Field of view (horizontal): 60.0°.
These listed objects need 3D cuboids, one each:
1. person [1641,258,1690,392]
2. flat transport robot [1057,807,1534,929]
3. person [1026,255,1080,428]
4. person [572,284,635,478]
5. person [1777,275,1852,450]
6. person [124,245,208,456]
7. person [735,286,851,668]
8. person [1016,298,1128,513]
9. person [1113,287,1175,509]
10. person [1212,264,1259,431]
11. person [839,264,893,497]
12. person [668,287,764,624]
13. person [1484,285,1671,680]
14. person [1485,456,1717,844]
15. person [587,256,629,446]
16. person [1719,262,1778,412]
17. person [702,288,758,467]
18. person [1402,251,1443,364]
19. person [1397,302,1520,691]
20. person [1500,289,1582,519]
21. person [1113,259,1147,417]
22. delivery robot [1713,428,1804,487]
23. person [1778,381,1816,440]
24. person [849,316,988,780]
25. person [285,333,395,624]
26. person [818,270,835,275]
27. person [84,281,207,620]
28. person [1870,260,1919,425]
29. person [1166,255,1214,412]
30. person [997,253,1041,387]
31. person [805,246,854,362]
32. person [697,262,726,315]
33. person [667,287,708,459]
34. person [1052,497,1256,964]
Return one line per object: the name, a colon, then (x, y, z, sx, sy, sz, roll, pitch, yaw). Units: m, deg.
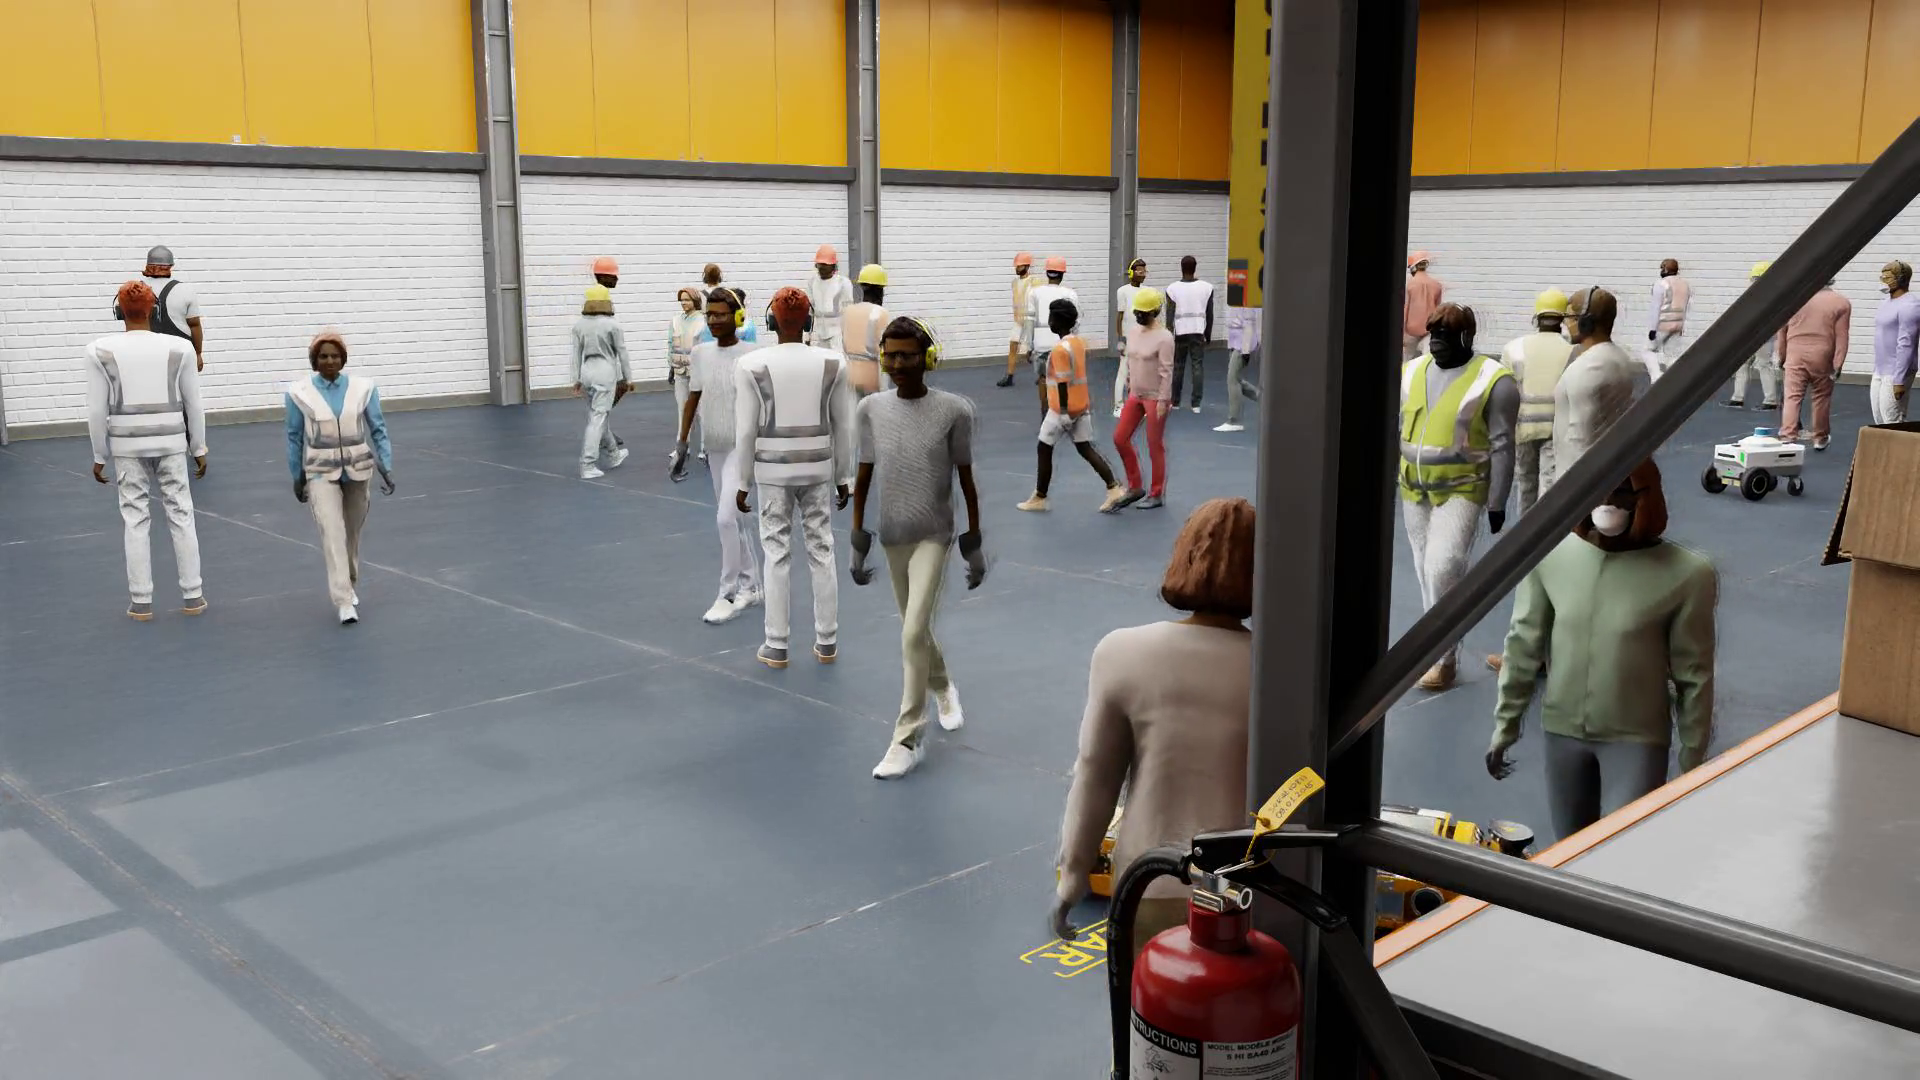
person: (9.375, -2.818, 22.099, 0.655, 1.823, 0.472, -5, 12, -25)
flat transport robot: (1.095, 1.022, 5.402, 1.431, 0.197, 0.652, 4, 11, 21)
person: (1.027, -2.119, 18.032, 0.565, 1.914, 0.585, 3, 11, 16)
person: (-3.188, -1.434, 14.923, 0.494, 1.691, 0.919, 4, 11, 22)
person: (8.332, -1.762, 16.261, 0.663, 1.857, 1.011, 8, 13, 36)
person: (-7.667, -1.825, 16.098, 0.682, 2.000, 0.537, -2, 11, -13)
person: (-0.823, -0.306, 8.240, 0.585, 1.882, 0.340, -4, 11, -19)
person: (0.885, -1.020, 12.734, 0.834, 1.661, 0.532, 5, 11, 25)
person: (1.422, -1.089, 12.890, 0.507, 1.734, 0.567, -7, 13, -35)
person: (3.127, -2.131, 18.150, 0.659, 1.910, 0.591, -1, 10, -5)
person: (-0.688, -1.315, 13.712, 0.604, 1.882, 0.940, 9, 14, 40)
person: (-1.361, -0.469, 9.251, 0.523, 1.842, 0.798, 6, 12, 30)
person: (3.018, -0.240, 7.830, 0.903, 1.910, 0.639, 8, 13, 37)
person: (1.647, 0.545, 4.325, 0.511, 1.617, 0.511, 10, 14, 42)
person: (-3.571, -1.901, 16.832, 0.419, 1.917, 0.577, -1, 10, -4)
person: (9.609, -2.459, 20.189, 0.758, 1.801, 0.631, 4, 11, 19)
person: (-2.143, -1.492, 15.329, 0.519, 1.658, 0.821, 7, 12, 32)
person: (5.732, -2.608, 20.682, 0.639, 1.948, 0.994, -2, 11, -11)
person: (2.245, -0.206, 7.886, 0.661, 1.822, 0.639, -8, 13, -36)
person: (3.824, -0.733, 10.836, 0.621, 1.778, 0.949, 5, 12, 26)
person: (2.040, -2.353, 19.494, 0.506, 1.859, 0.330, -8, 13, -37)
delivery robot: (6.556, -0.678, 13.641, 0.707, 0.478, 0.477, -4, 11, -20)
person: (8.858, -2.056, 17.480, 0.375, 1.995, 0.611, 3, 11, 16)
person: (-0.165, -0.015, 6.855, 0.563, 1.825, 0.938, 4, 11, 22)
person: (-3.469, -0.360, 9.320, 0.527, 1.588, 0.861, -6, 12, -31)
person: (-1.701, -2.654, 21.172, 0.582, 1.829, 0.606, -2, 11, -10)
person: (-4.514, -0.494, 9.266, 0.584, 1.882, 0.337, -6, 12, -29)
person: (7.834, -1.377, 13.976, 0.369, 1.932, 0.623, 2, 11, 12)
person: (2.782, -2.506, 20.242, 0.599, 1.913, 0.589, 0, 10, 0)
person: (0.940, -3.128, 23.628, 0.549, 1.896, 0.972, 9, 14, 42)
person: (-1.500, -2.350, 19.070, 0.708, 2.009, 0.666, 6, 12, 30)
person: (-2.683, -2.133, 18.344, 0.547, 1.833, 0.439, -3, 11, -14)
person: (-2.569, -1.597, 15.946, 0.514, 1.642, 0.310, 4, 11, 21)
person: (0.501, 0.711, 3.444, 0.563, 1.603, 0.652, 4, 11, 19)
